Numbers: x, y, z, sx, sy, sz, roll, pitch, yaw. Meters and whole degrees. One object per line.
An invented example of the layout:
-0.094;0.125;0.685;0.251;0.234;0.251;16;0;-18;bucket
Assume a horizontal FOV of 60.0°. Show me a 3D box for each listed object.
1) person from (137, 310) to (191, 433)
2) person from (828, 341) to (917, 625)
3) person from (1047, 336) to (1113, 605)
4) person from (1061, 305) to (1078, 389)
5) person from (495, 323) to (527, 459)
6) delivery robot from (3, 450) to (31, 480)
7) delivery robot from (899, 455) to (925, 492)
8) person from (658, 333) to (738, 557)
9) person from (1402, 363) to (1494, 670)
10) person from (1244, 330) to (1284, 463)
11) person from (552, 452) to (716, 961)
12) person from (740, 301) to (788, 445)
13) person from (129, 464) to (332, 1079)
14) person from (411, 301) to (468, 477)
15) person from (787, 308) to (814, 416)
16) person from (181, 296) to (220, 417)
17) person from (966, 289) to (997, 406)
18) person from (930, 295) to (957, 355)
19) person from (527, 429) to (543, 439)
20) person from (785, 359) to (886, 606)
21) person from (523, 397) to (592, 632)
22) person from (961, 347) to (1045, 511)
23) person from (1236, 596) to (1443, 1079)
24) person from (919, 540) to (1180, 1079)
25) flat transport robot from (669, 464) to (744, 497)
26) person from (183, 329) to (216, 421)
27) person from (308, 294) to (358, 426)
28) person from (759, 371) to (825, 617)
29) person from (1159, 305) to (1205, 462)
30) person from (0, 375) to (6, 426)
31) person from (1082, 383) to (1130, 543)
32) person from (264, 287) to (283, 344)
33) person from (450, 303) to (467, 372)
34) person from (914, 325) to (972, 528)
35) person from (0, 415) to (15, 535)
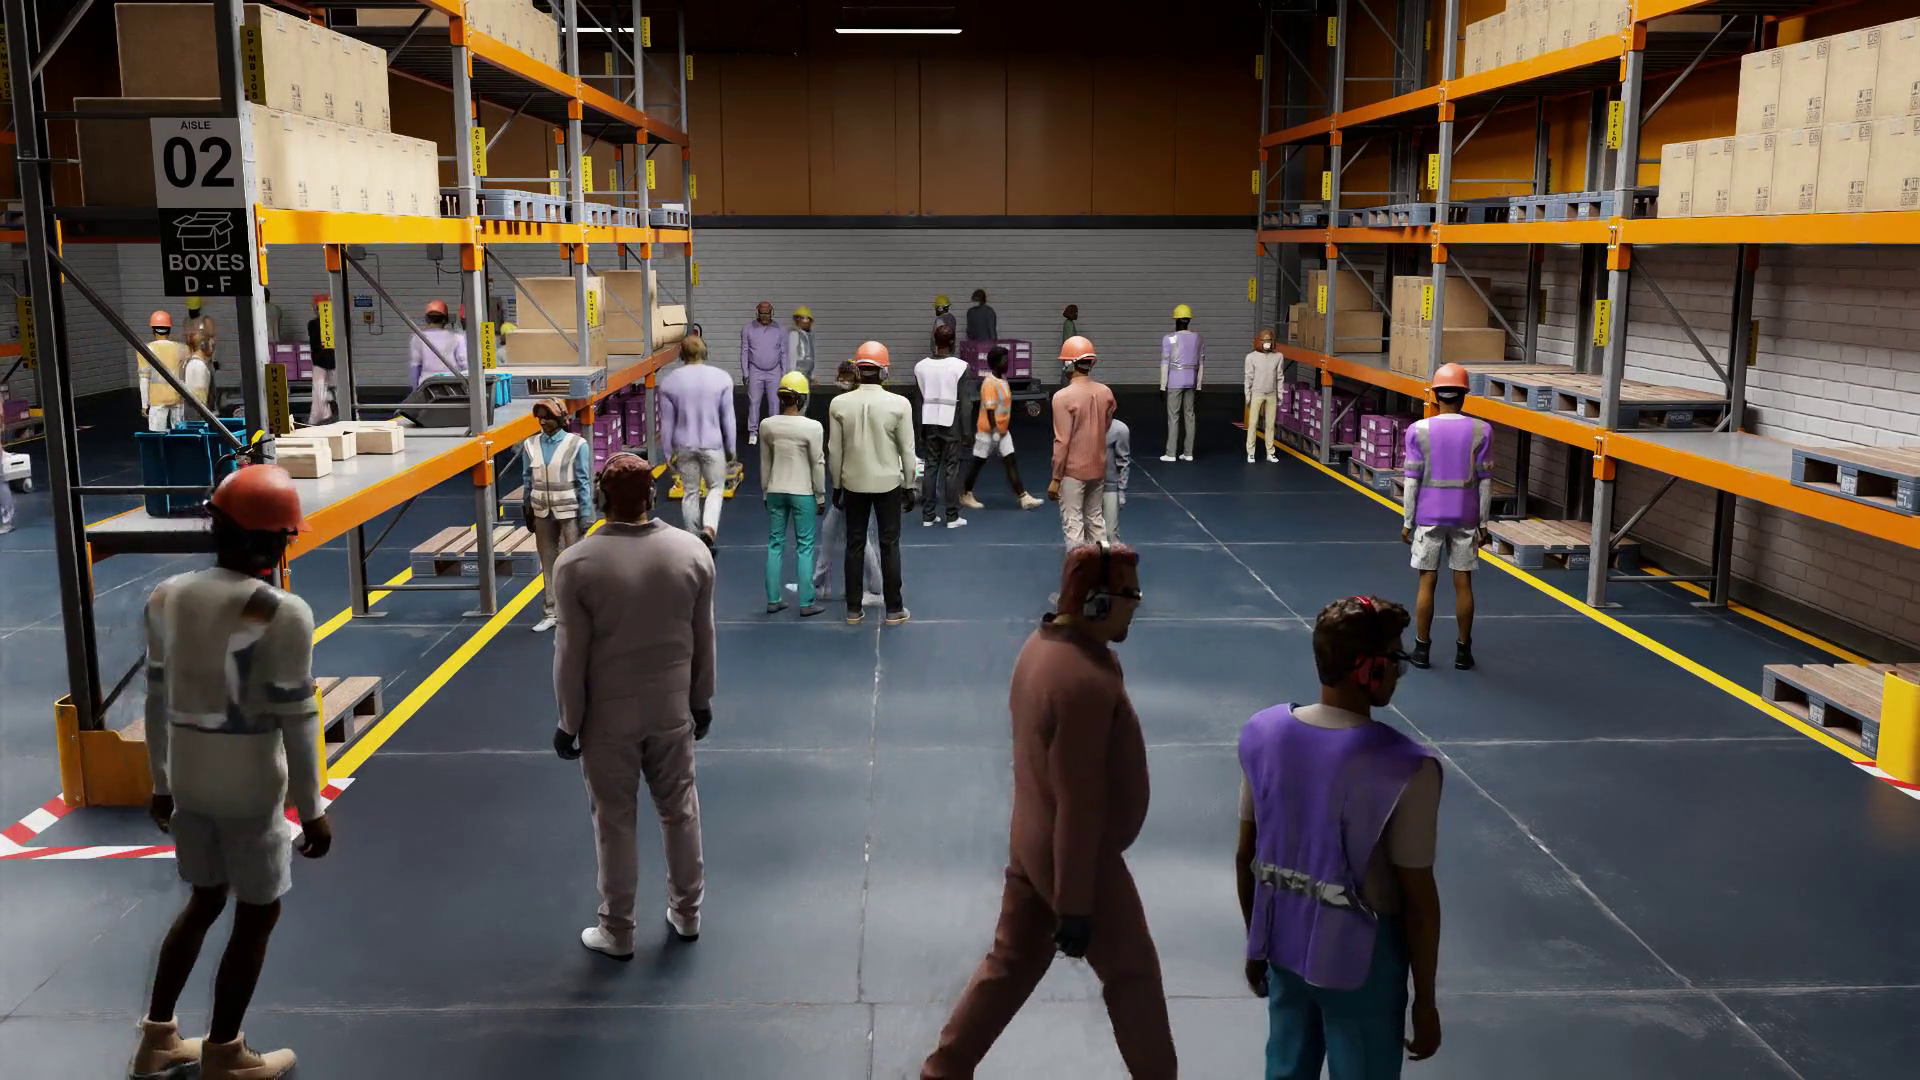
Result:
-8.640;-1.523;18.119;0.551;1.936;0.357;-8;13;-37;person
-0.608;-0.391;11.653;0.622;1.992;0.385;2;10;9;person
0.872;-0.503;12.278;0.622;1.992;0.397;-10;14;-44;person
1.848;-3.144;28.015;0.270;1.628;0.497;-1;10;-6;person
-5.496;-1.847;20.645;0.525;1.678;0.902;-6;12;-32;person
-10.153;-0.768;17.501;0.477;0.478;0.707;2;10;12;delivery robot
-0.568;-0.712;17.194;0.477;0.478;0.707;-8;13;-40;delivery robot
-2.185;-0.757;13.879;0.655;1.924;0.530;-1;10;-4;person
3.051;-0.142;10.455;0.543;1.927;0.375;2;10;11;person
3.695;-1.744;20.231;0.496;1.626;0.284;-2;10;-11;person
-1.234;0.619;6.274;0.651;1.906;0.403;-7;12;-35;person
-2.584;-2.209;22.046;0.638;1.903;0.408;-3;11;-15;person
-2.264;0.762;5.221;0.640;2.004;0.555;5;11;25;person
-5.914;-1.734;19.119;0.636;2.005;0.937;1;10;3;person
-2.170;-2.246;22.598;0.409;1.785;0.672;3;10;14;person
-11.569;-2.744;25.084;0.640;1.870;0.923;6;12;30;person
0.326;-3.157;27.325;0.677;1.900;0.661;-8;13;-36;person
-0.281;-3.024;26.766;0.404;1.836;0.586;4;11;21;person
-5.463;-2.056;21.355;0.634;1.841;0.429;-4;11;-20;person
-0.931;-0.409;12.207;0.796;1.831;0.562;-2;10;-11;person
-2.752;-0.164;11.398;0.517;1.634;0.311;3;11;17;person
0.384;-1.100;16.558;0.887;1.641;0.543;4;11;23;person
0.907;1.049;4.066;0.393;1.839;0.563;-9;13;-40;person
0.303;0.912;4.832;1.025;1.854;0.648;-2;10;-11;person
-2.722;-0.657;17.938;0.652;0.197;1.431;0;10;-2;flat transport robot
-7.602;-1.173;16.501;0.656;1.822;0.554;-5;11;-26;person
-8.970;-2.515;23.635;0.631;1.951;1.031;3;11;17;person
-1.199;-0.330;11.982;0.526;1.760;0.340;4;11;23;person
2.700;-1.906;20.318;0.589;1.922;0.390;-4;11;-23;person
-10.192;-1.367;17.250;0.376;1.939;0.547;8;13;36;person
1.038;-0.364;12.507;0.498;1.634;0.282;7;13;35;person
-11.407;-3.189;27.398;0.372;1.940;0.631;3;11;16;person
-6.358;-2.101;21.424;0.605;1.913;0.411;2;10;14;person
-0.163;-1.065;15.661;0.582;1.911;0.392;6;12;31;person
-8.886;-0.849;14.965;0.546;1.709;0.933;1;10;4;person
